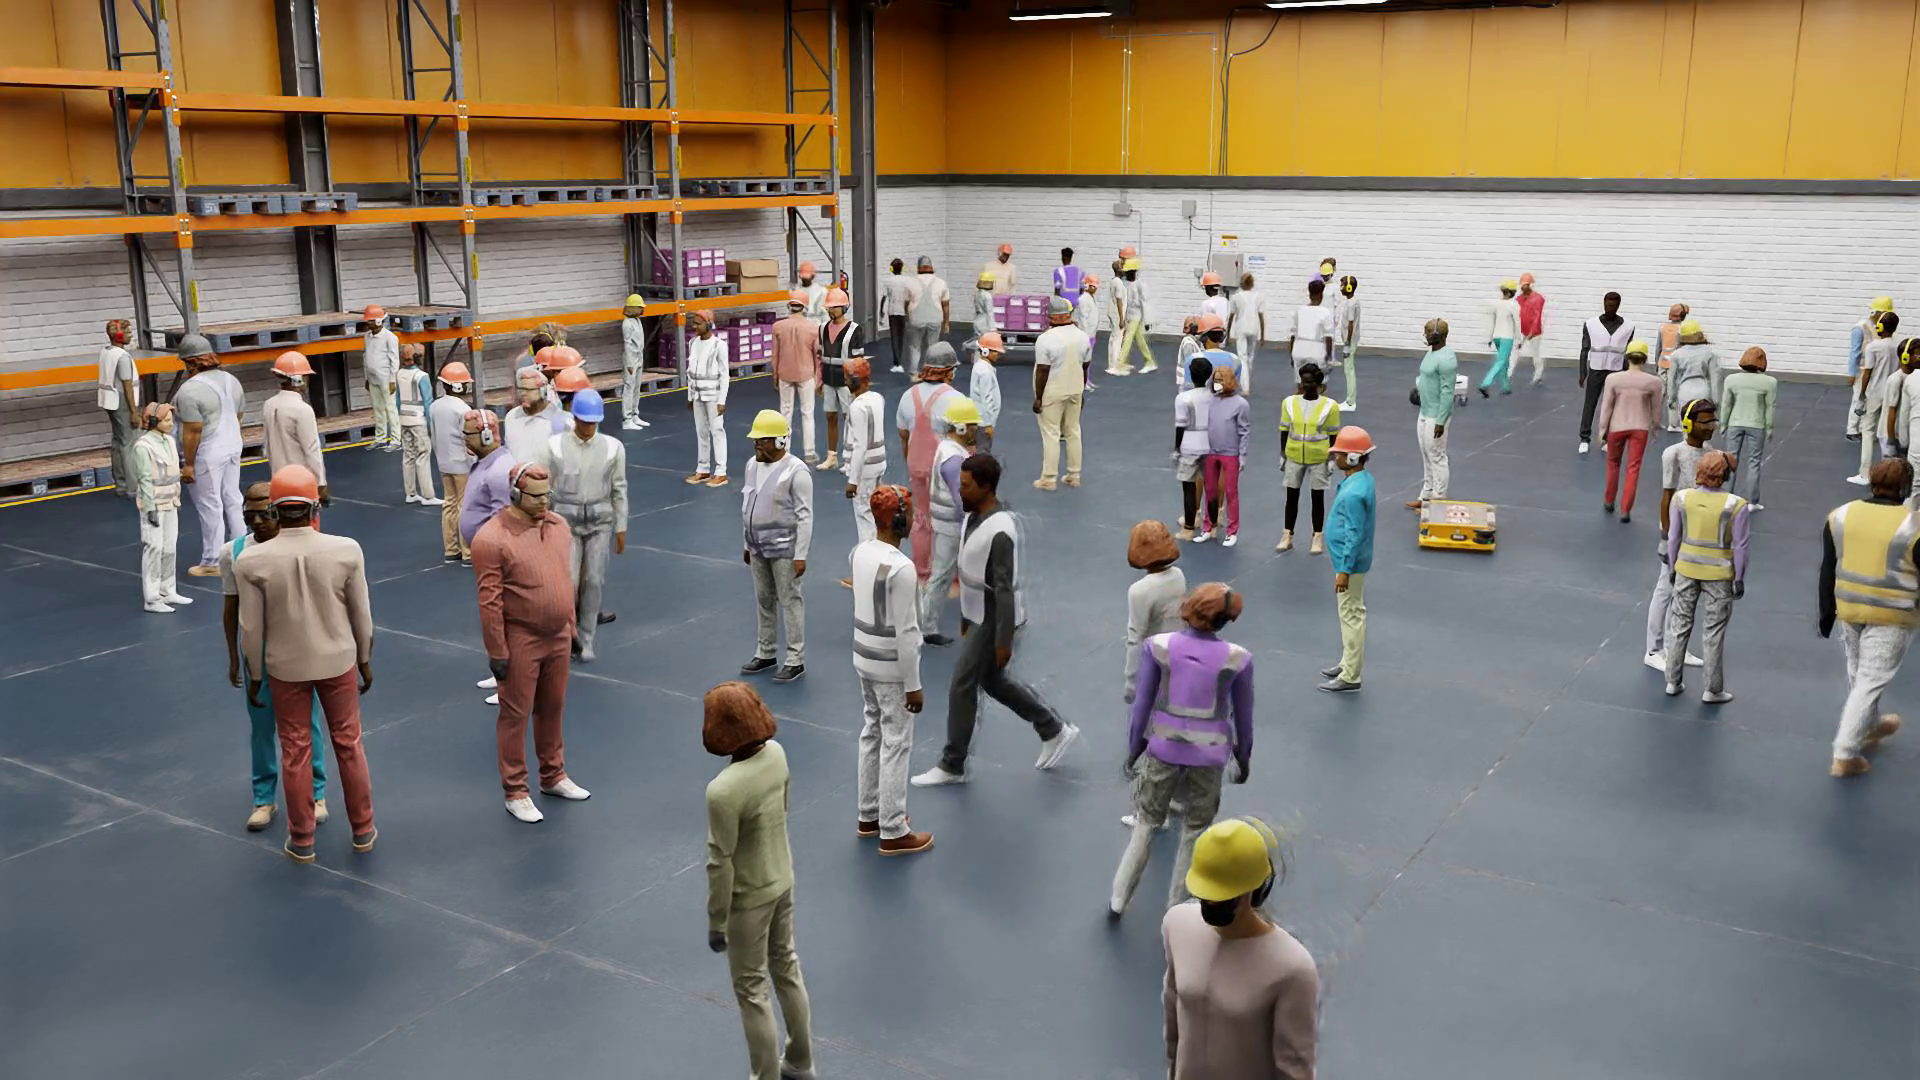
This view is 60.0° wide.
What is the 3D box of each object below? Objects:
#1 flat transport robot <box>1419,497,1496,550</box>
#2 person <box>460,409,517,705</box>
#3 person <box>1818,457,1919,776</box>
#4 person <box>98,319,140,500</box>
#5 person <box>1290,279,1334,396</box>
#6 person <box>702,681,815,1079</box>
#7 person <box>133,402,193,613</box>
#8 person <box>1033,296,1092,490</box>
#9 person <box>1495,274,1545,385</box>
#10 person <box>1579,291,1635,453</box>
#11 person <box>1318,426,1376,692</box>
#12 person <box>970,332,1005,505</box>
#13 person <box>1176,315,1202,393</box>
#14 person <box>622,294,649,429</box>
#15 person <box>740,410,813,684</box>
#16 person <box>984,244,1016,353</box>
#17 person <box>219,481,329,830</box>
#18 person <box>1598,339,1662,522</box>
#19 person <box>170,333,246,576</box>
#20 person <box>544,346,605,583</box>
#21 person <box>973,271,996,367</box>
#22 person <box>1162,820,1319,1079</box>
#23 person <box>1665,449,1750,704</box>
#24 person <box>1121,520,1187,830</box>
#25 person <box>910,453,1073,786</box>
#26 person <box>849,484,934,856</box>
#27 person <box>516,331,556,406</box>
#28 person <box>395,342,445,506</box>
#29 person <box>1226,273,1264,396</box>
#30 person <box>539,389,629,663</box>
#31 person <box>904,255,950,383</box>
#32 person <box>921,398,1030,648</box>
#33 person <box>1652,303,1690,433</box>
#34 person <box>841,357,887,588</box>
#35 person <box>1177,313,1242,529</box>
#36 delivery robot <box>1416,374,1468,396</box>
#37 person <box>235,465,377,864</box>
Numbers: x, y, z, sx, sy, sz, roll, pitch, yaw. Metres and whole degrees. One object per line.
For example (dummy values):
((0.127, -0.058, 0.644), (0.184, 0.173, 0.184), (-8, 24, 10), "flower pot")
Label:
((4.596, -0.161, 15.382), (0.652, 0.197, 1.431), (4, 14, 16), "flat transport robot")
((-3.001, 0.098, 10.707), (0.396, 1.900, 0.647), (-6, 14, -23), "person")
((5.306, 0.420, 9.508), (0.885, 1.797, 0.629), (-7, 15, -27), "person")
((-8.571, -1.329, 16.996), (0.564, 1.846, 0.393), (12, 18, 42), "person")
((4.459, -2.340, 21.169), (0.622, 1.942, 0.529), (10, 16, 36), "person")
((-0.760, 1.304, 6.084), (0.317, 1.624, 0.511), (6, 14, 23), "person")
((-6.155, -0.253, 12.816), (0.323, 1.630, 0.505), (1, 13, 3), "person")
((1.015, -1.557, 17.560), (0.688, 2.000, 0.537), (-9, 16, -34), "person")
((8.647, -3.212, 25.467), (0.883, 1.702, 0.572), (-8, 15, -32), "person")
((7.626, -1.980, 19.665), (0.591, 1.916, 0.383), (2, 13, 9), "person")
((2.539, 0.122, 10.902), (0.327, 1.752, 0.562), (4, 14, 17), "person")
((0.271, -1.219, 16.721), (0.337, 1.752, 0.564), (-1, 13, -5), "person")
((2.708, -1.837, 19.673), (0.313, 1.634, 0.515), (2, 13, 11), "person")
((-4.185, -2.296, 21.446), (0.342, 1.735, 0.484), (2, 13, 7), "person")
((-1.246, 0.038, 11.095), (0.600, 1.831, 0.404), (11, 17, 40), "person")
((0.697, -4.323, 29.777), (0.638, 1.935, 0.949), (-7, 15, -28), "person")
((-3.542, 0.595, 8.654), (0.506, 1.845, 0.344), (-3, 13, -13), "person")
((6.500, -1.080, 16.149), (0.555, 1.727, 0.835), (5, 14, 19), "person")
((-6.322, -0.719, 13.926), (0.538, 2.000, 0.682), (3, 13, 12), "person")
((-3.104, -0.568, 13.394), (0.407, 1.987, 0.615), (1, 13, 5), "person")
((0.391, -3.275, 25.690), (0.364, 1.723, 0.519), (-6, 14, -24), "person")
((0.782, 1.574, 4.709), (0.532, 1.711, 0.923), (11, 17, 39), "person")
((4.778, 0.236, 10.663), (0.308, 1.641, 0.511), (-12, 17, -41), "person")
((1.027, 0.698, 8.710), (0.322, 1.622, 0.511), (9, 16, 35), "person")
((0.194, 0.436, 9.268), (0.910, 1.888, 0.602), (-3, 13, -12), "person")
((-0.359, 0.647, 8.363), (0.344, 1.878, 0.583), (-7, 15, -27), "person")
((-3.876, -1.016, 15.591), (0.533, 1.869, 0.311), (-3, 13, -14), "person")
((-5.457, -1.157, 16.702), (0.515, 1.641, 0.314), (10, 16, 36), "person")
((4.209, -3.032, 24.532), (0.519, 1.789, 1.005), (-1, 13, -6), "person")
((-2.579, -0.085, 11.427), (0.624, 1.918, 0.480), (-5, 14, -21), "person")
((-0.528, -3.410, 25.598), (0.714, 2.000, 0.655), (-3, 13, -12), "person")
((0.072, -0.108, 11.821), (0.854, 1.792, 0.593), (1, 13, 3), "person")
((9.079, -2.190, 21.186), (0.310, 1.638, 0.523), (-7, 15, -27), "person")
((-0.784, -0.546, 13.513), (0.353, 1.887, 0.572), (3, 13, 14), "person")
((2.338, -1.112, 15.672), (0.609, 2.029, 0.407), (-6, 14, -25), "person")
((6.771, -2.192, 23.365), (0.707, 0.478, 0.477), (-6, 14, -23), "delivery robot")
((-3.220, 0.615, 8.238), (0.612, 1.996, 0.388), (-6, 14, -25), "person")
